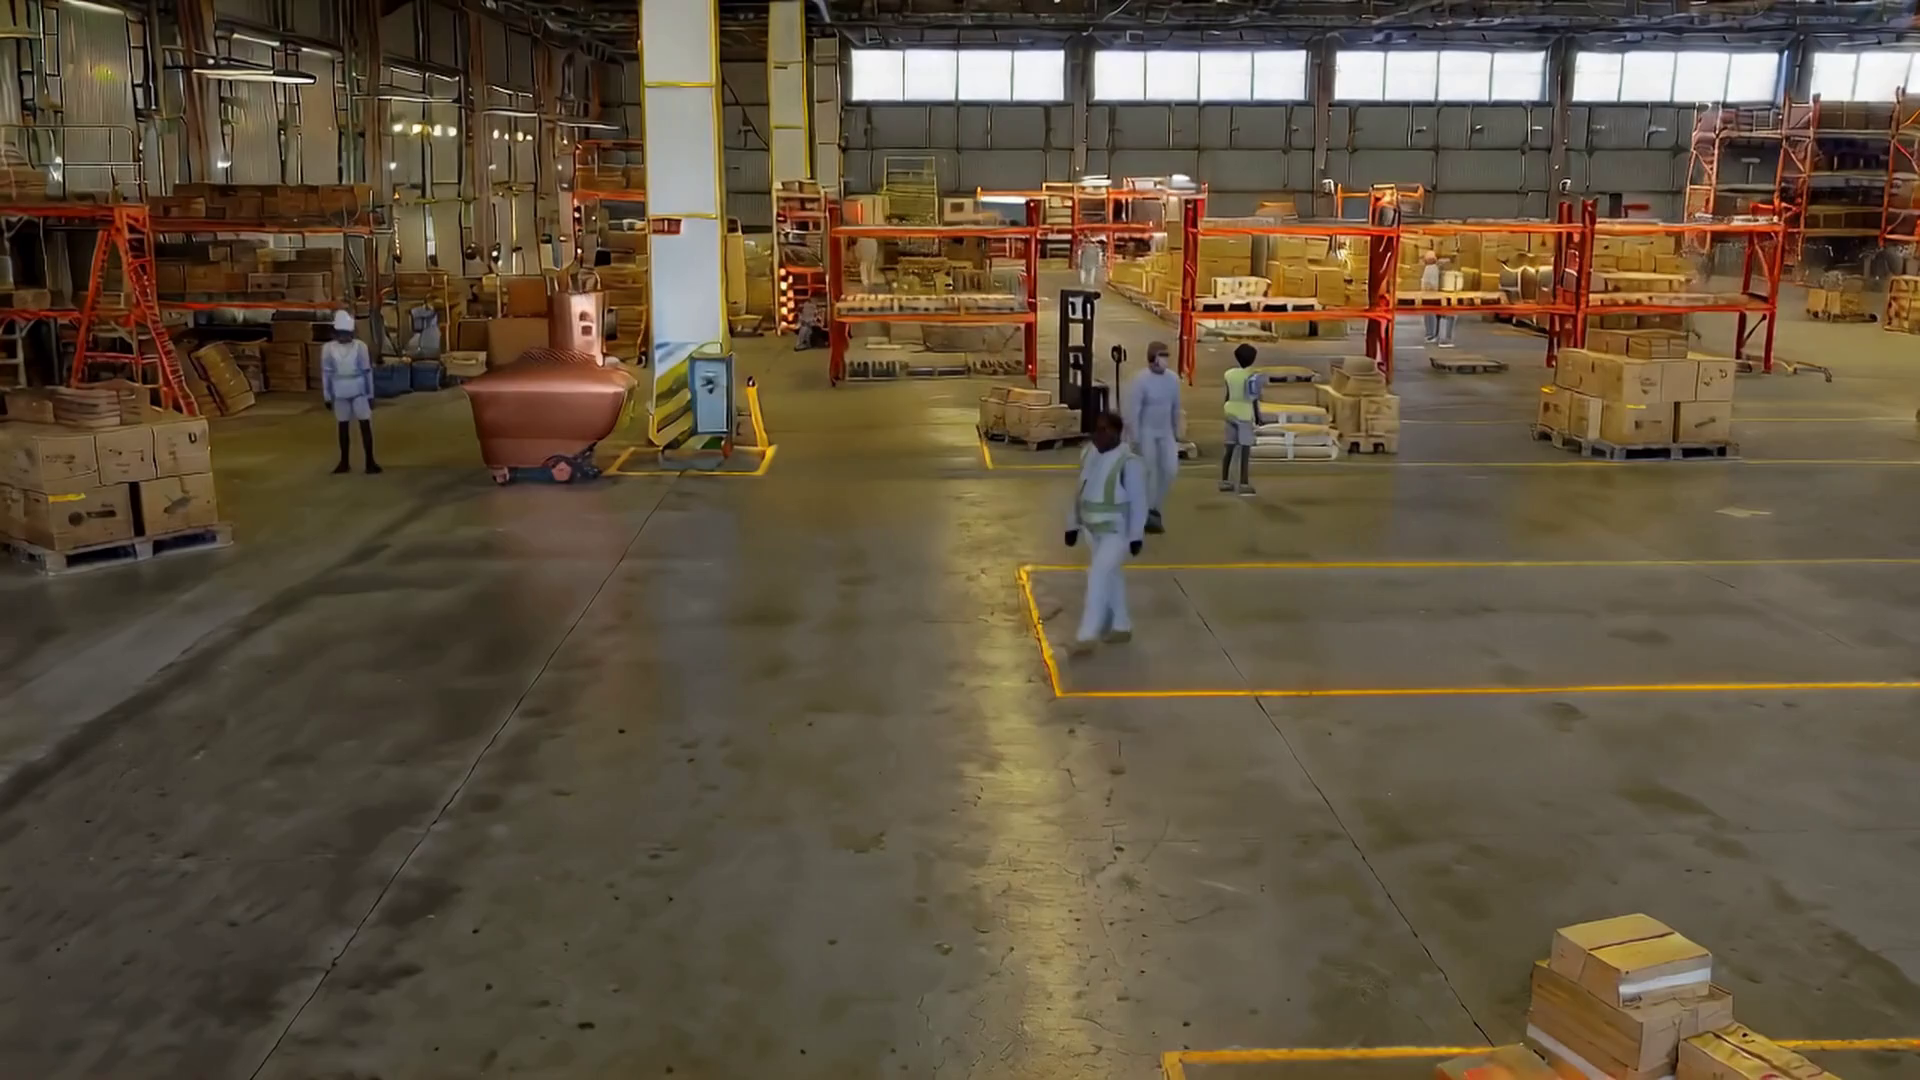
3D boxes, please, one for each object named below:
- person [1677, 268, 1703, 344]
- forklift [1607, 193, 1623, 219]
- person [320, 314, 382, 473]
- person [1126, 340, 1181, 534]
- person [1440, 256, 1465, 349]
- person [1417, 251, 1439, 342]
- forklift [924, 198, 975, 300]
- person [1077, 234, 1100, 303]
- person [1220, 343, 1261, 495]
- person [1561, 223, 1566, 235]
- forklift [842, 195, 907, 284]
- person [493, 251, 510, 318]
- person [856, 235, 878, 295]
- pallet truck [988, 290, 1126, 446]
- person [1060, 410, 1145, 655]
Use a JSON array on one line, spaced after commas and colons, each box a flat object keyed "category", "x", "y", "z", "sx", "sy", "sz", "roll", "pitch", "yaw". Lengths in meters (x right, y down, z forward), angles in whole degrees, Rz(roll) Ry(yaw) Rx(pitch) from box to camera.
[{"category": "person", "x": 14.895, "y": -4.739, "z": 33.963, "sx": 0.536, "sy": 1.617, "sz": 0.518, "roll": 2, "pitch": 13, "yaw": 9}, {"category": "forklift", "x": 22.712, "y": -10.665, "z": 57.874, "sx": 1.873, "sy": 2.768, "sz": 1.129, "roll": 3, "pitch": 13, "yaw": 13}, {"category": "person", "x": -7.224, "y": -1.718, "z": 19.697, "sx": 0.631, "sy": 1.914, "sz": 0.563, "roll": -4, "pitch": 13, "yaw": -17}, {"category": "person", "x": 1.928, "y": -1.019, "z": 16.491, "sx": 0.640, "sy": 1.923, "sz": 0.424, "roll": -6, "pitch": 14, "yaw": -25}, {"category": "person", "x": 10.000, "y": -4.808, "z": 33.726, "sx": 0.348, "sy": 1.877, "sz": 0.576, "roll": -6, "pitch": 14, "yaw": -24}, {"category": "person", "x": 9.883, "y": -5.137, "z": 35.118, "sx": 0.407, "sy": 1.918, "sz": 0.584, "roll": 8, "pitch": 15, "yaw": 31}, {"category": "forklift", "x": -0.056, "y": -8.038, "z": 46.012, "sx": 1.129, "sy": 2.768, "sz": 1.873, "roll": 9, "pitch": 16, "yaw": 36}, {"category": "person", "x": 3.477, "y": -7.463, "z": 45.693, "sx": 0.645, "sy": 1.903, "sz": 0.904, "roll": -3, "pitch": 13, "yaw": -11}, {"category": "person", "x": 3.144, "y": -1.356, "z": 18.565, "sx": 0.321, "sy": 1.689, "sz": 0.532, "roll": -9, "pitch": 16, "yaw": -36}, {"category": "person", "x": 20.035, "y": -9.581, "z": 55.276, "sx": 0.585, "sy": 1.879, "sz": 0.793, "roll": -11, "pitch": 16, "yaw": -40}, {"category": "forklift", "x": -2.728, "y": -9.625, "z": 53.179, "sx": 1.873, "sy": 2.768, "sz": 1.129, "roll": -7, "pitch": 14, "yaw": -28}, {"category": "person", "x": -11.288, "y": -6.262, "z": 40.844, "sx": 0.313, "sy": 1.634, "sz": 0.514, "roll": -11, "pitch": 16, "yaw": -40}, {"category": "person", "x": -2.693, "y": -8.006, "z": 48.091, "sx": 0.663, "sy": 1.911, "sz": 0.385, "roll": -3, "pitch": 13, "yaw": -15}, {"category": "pallet truck", "x": 1.257, "y": -2.299, "z": 22.111, "sx": 1.885, "sy": 1.965, "sz": 0.823, "roll": -9, "pitch": 15, "yaw": -35}, {"category": "person", "x": 0.985, "y": -0.055, "z": 12.398, "sx": 0.845, "sy": 1.808, "sz": 0.646, "roll": -7, "pitch": 14, "yaw": -29}]
